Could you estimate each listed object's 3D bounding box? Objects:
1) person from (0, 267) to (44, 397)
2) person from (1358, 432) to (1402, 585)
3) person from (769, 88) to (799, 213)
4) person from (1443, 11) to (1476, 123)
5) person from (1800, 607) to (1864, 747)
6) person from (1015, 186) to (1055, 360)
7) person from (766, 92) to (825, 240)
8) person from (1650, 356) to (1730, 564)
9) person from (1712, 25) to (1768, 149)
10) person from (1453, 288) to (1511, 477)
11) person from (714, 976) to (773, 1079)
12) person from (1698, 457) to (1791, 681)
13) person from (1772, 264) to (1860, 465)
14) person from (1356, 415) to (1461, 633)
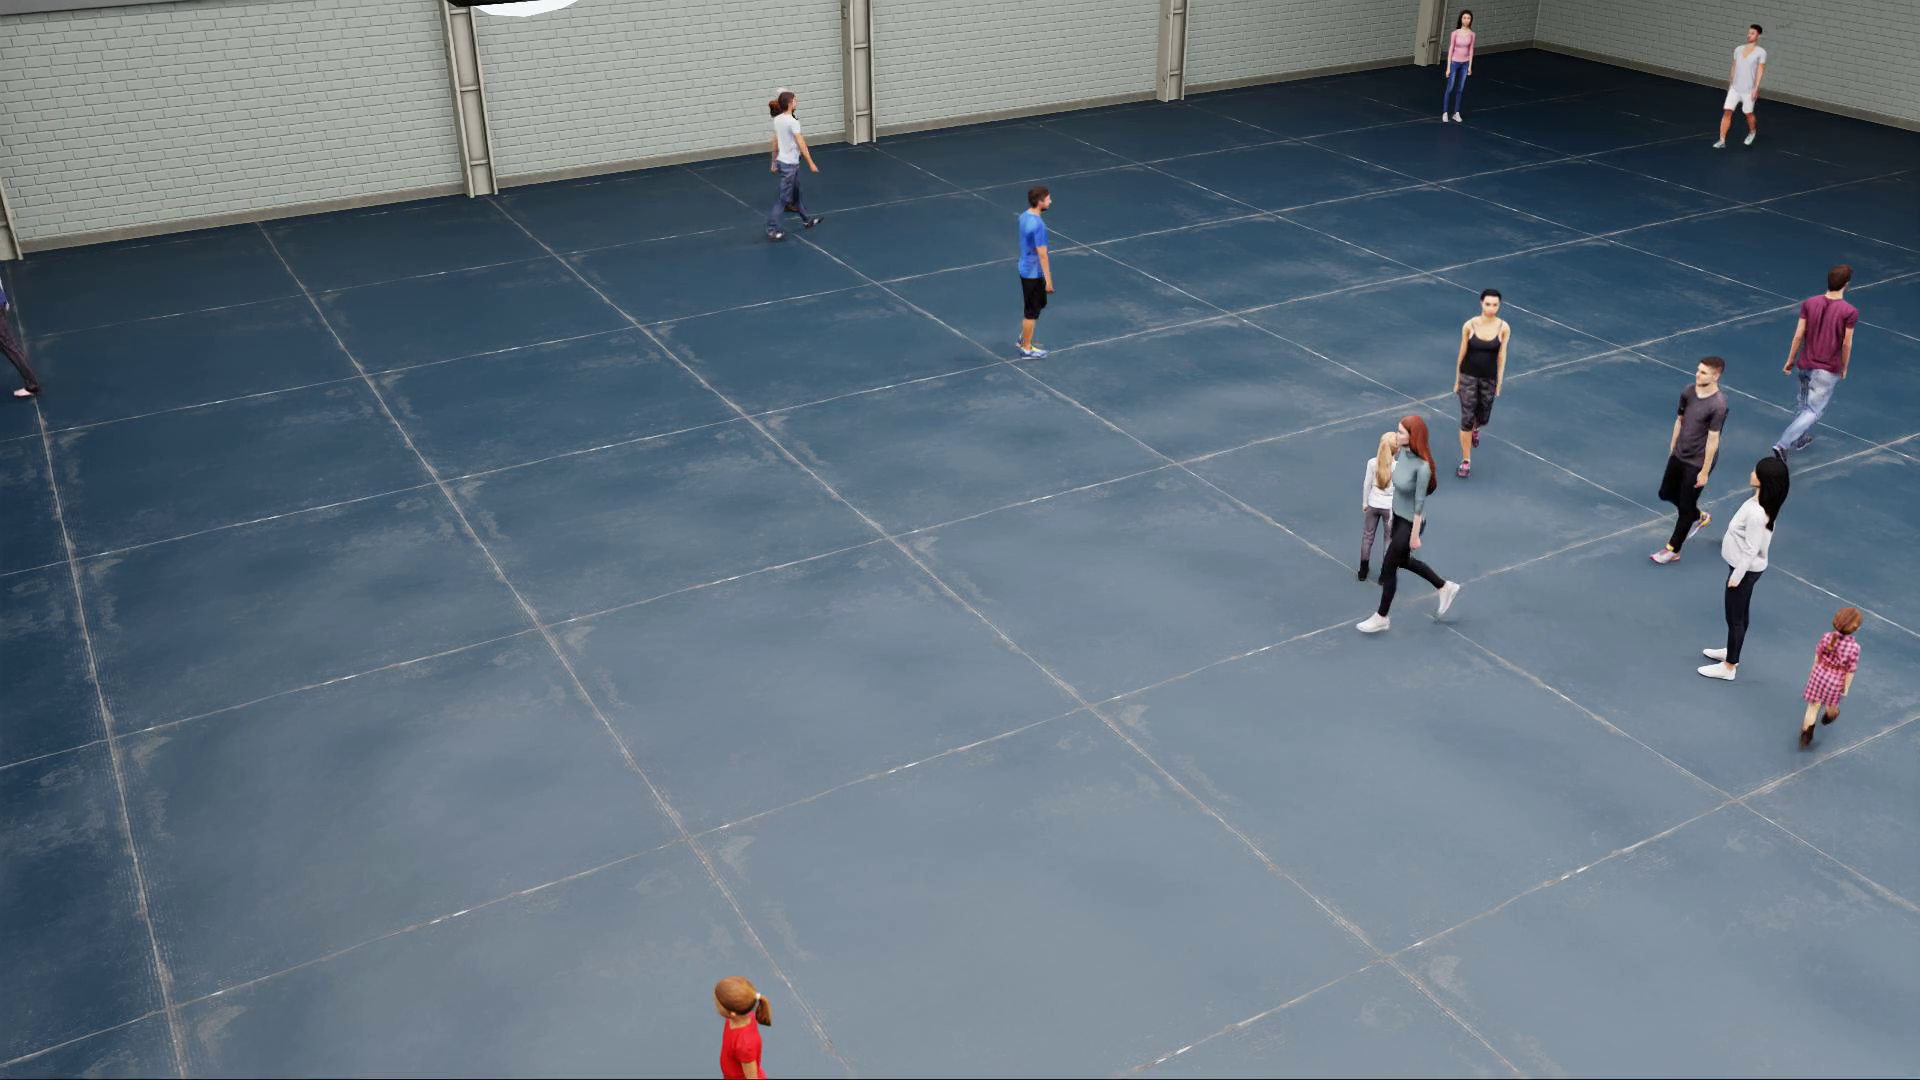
[{"bbox_3d":[-9.460,-2.284,16.384,1.128,1.840,0.865,-6,28,-12],"label":"person"},{"bbox_3d":[3.322,-0.260,13.067,0.578,1.279,0.623,13,30,24],"label":"person"},{"bbox_3d":[-2.342,-5.263,22.396,0.722,1.634,0.712,-5,28,-9],"label":"person"},{"bbox_3d":[8.109,-7.709,27.027,0.594,1.743,0.704,-1,27,-2],"label":"person"},{"bbox_3d":[5.776,0.922,11.077,0.560,0.999,0.778,24,35,38],"label":"person"},{"bbox_3d":[0.671,-2.762,17.294,0.696,1.858,0.712,-7,28,-13],"label":"person"},{"bbox_3d":[-2.254,-4.710,21.117,1.176,1.821,0.696,-18,32,-30],"label":"person"},{"bbox_3d":[5.929,-0.647,13.302,0.901,1.752,0.733,-9,29,-17],"label":"person"},{"bbox_3d":[12.029,-6.903,25.377,1.232,1.820,0.799,-19,33,-32],"label":"person"},{"bbox_3d":[4.637,-1.449,14.907,0.894,1.709,0.943,6,28,12],"label":"person"},{"bbox_3d":[-0.971,2.512,7.650,0.527,1.310,0.515,-8,28,-15],"label":"person"},{"bbox_3d":[5.553,0.191,11.731,0.764,1.699,0.651,16,31,28],"label":"person"},{"bbox_3d":[7.680,-1.532,14.955,1.144,1.812,0.693,-18,32,-31],"label":"person"},{"bbox_3d":[3.380,-0.106,12.287,1.107,1.719,0.858,-3,27,-7],"label":"person"}]
